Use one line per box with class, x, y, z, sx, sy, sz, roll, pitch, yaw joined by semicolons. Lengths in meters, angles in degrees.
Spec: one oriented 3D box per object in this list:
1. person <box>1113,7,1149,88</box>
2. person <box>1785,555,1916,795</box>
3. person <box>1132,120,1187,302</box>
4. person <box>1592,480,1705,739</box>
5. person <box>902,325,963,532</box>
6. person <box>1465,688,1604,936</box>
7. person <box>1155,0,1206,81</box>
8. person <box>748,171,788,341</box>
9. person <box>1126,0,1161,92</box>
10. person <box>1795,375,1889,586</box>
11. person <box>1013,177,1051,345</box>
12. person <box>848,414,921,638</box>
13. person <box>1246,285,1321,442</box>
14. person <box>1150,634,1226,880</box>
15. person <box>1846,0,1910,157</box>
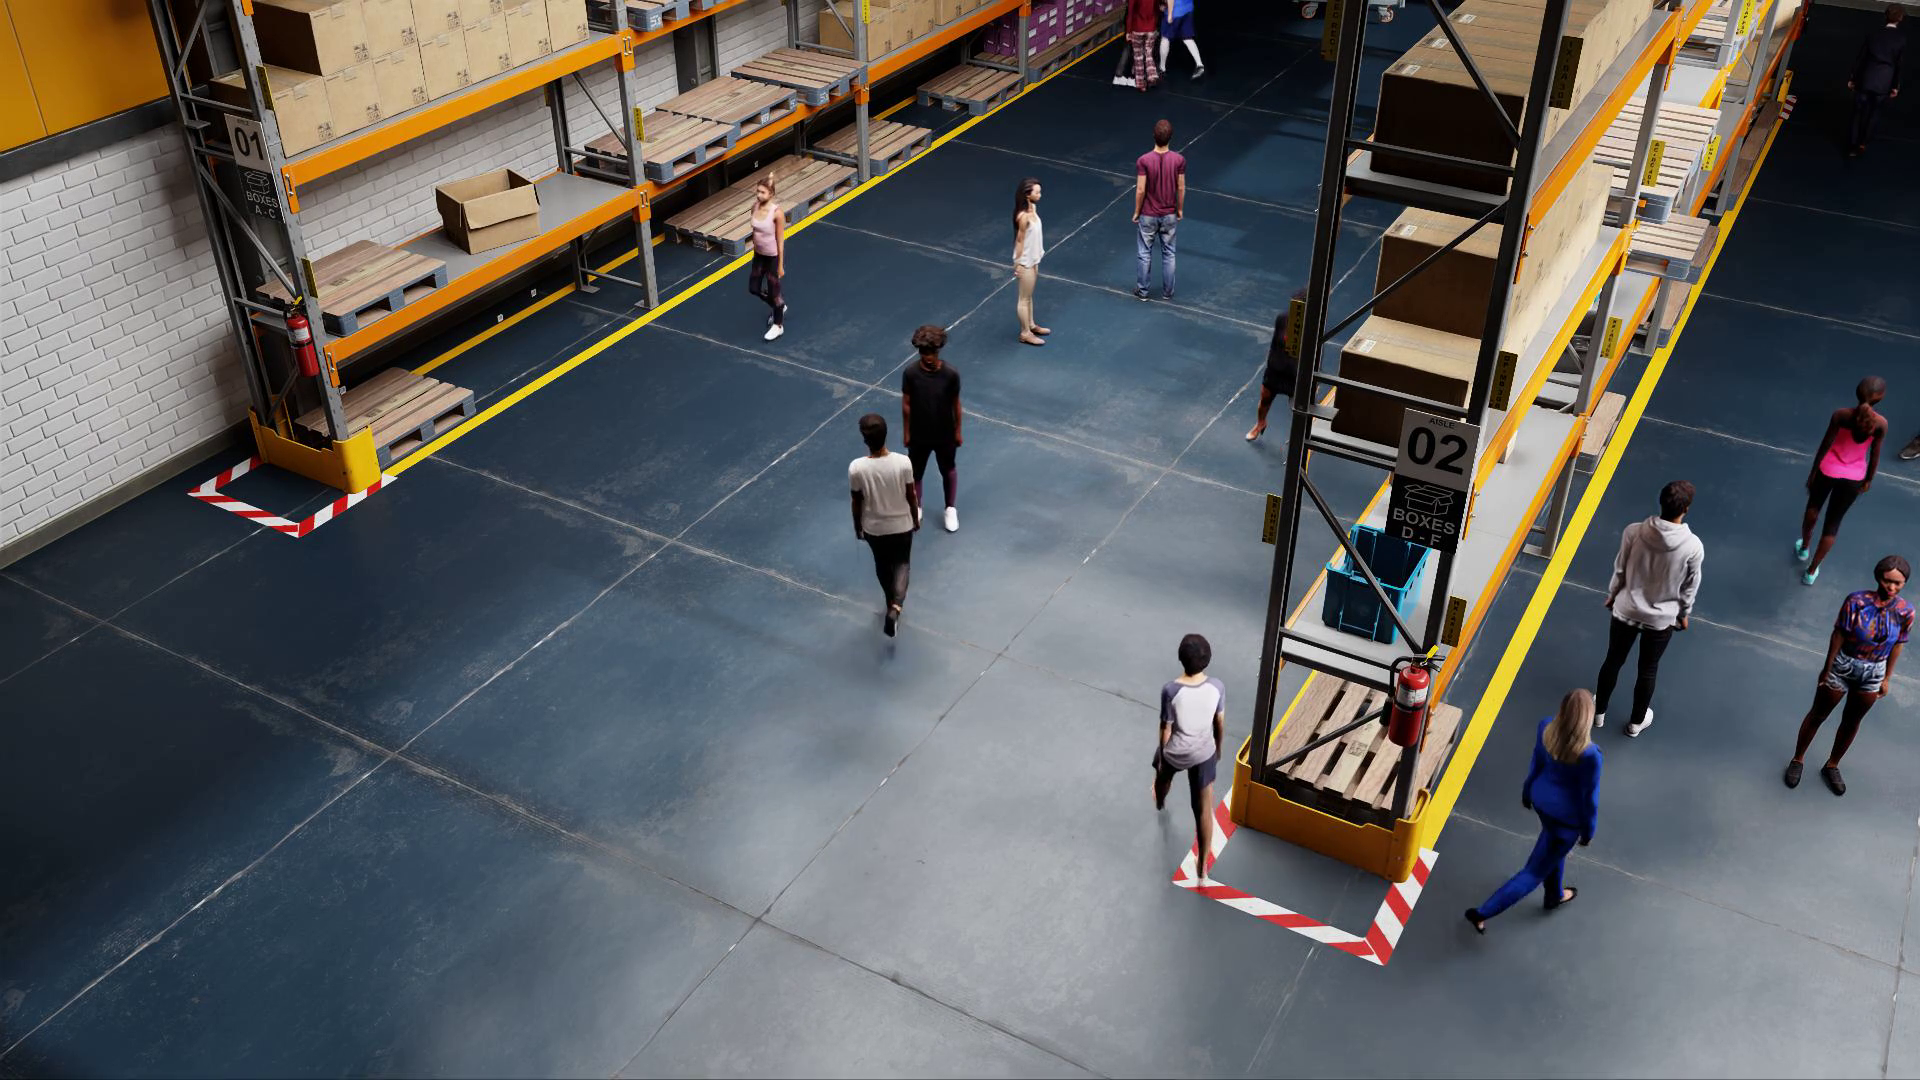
person;2.282;-6.911;22.197;0.865;1.730;0.795;6;34;9
person;5.657;0.843;10.520;0.641;1.742;0.605;8;34;12
person;1.986;-3.290;16.637;0.741;1.855;0.748;-1;34;-2
person;4.513;0.453;10.937;0.680;1.930;0.584;17;37;23
person;-0.208;-0.895;13.102;0.717;1.780;0.725;0;34;0
person;3.313;1.593;9.463;1.201;1.664;1.051;-14;36;-19
person;3.010;-7.086;22.386;1.194;1.813;1.051;-22;40;-30
person;-1.792;-2.750;16.026;0.602;1.632;0.681;23;40;30
person;2.461;-6.734;21.963;0.795;1.694;0.859;-10;35;-15
person;6.567;-0.416;12.447;0.573;1.706;0.745;17;37;24
person;0.628;-2.683;15.906;0.674;1.653;0.610;-6;34;-9
person;-0.524;-0.086;11.958;0.951;1.697;1.089;0;34;0
person;2.765;-1.359;13.936;0.766;1.629;0.655;17;37;24
person;1.389;1.324;10.014;0.964;1.502;1.156;-2;34;-3
person;11.009;-5.504;20.019;0.725;1.799;0.718;15;36;21
